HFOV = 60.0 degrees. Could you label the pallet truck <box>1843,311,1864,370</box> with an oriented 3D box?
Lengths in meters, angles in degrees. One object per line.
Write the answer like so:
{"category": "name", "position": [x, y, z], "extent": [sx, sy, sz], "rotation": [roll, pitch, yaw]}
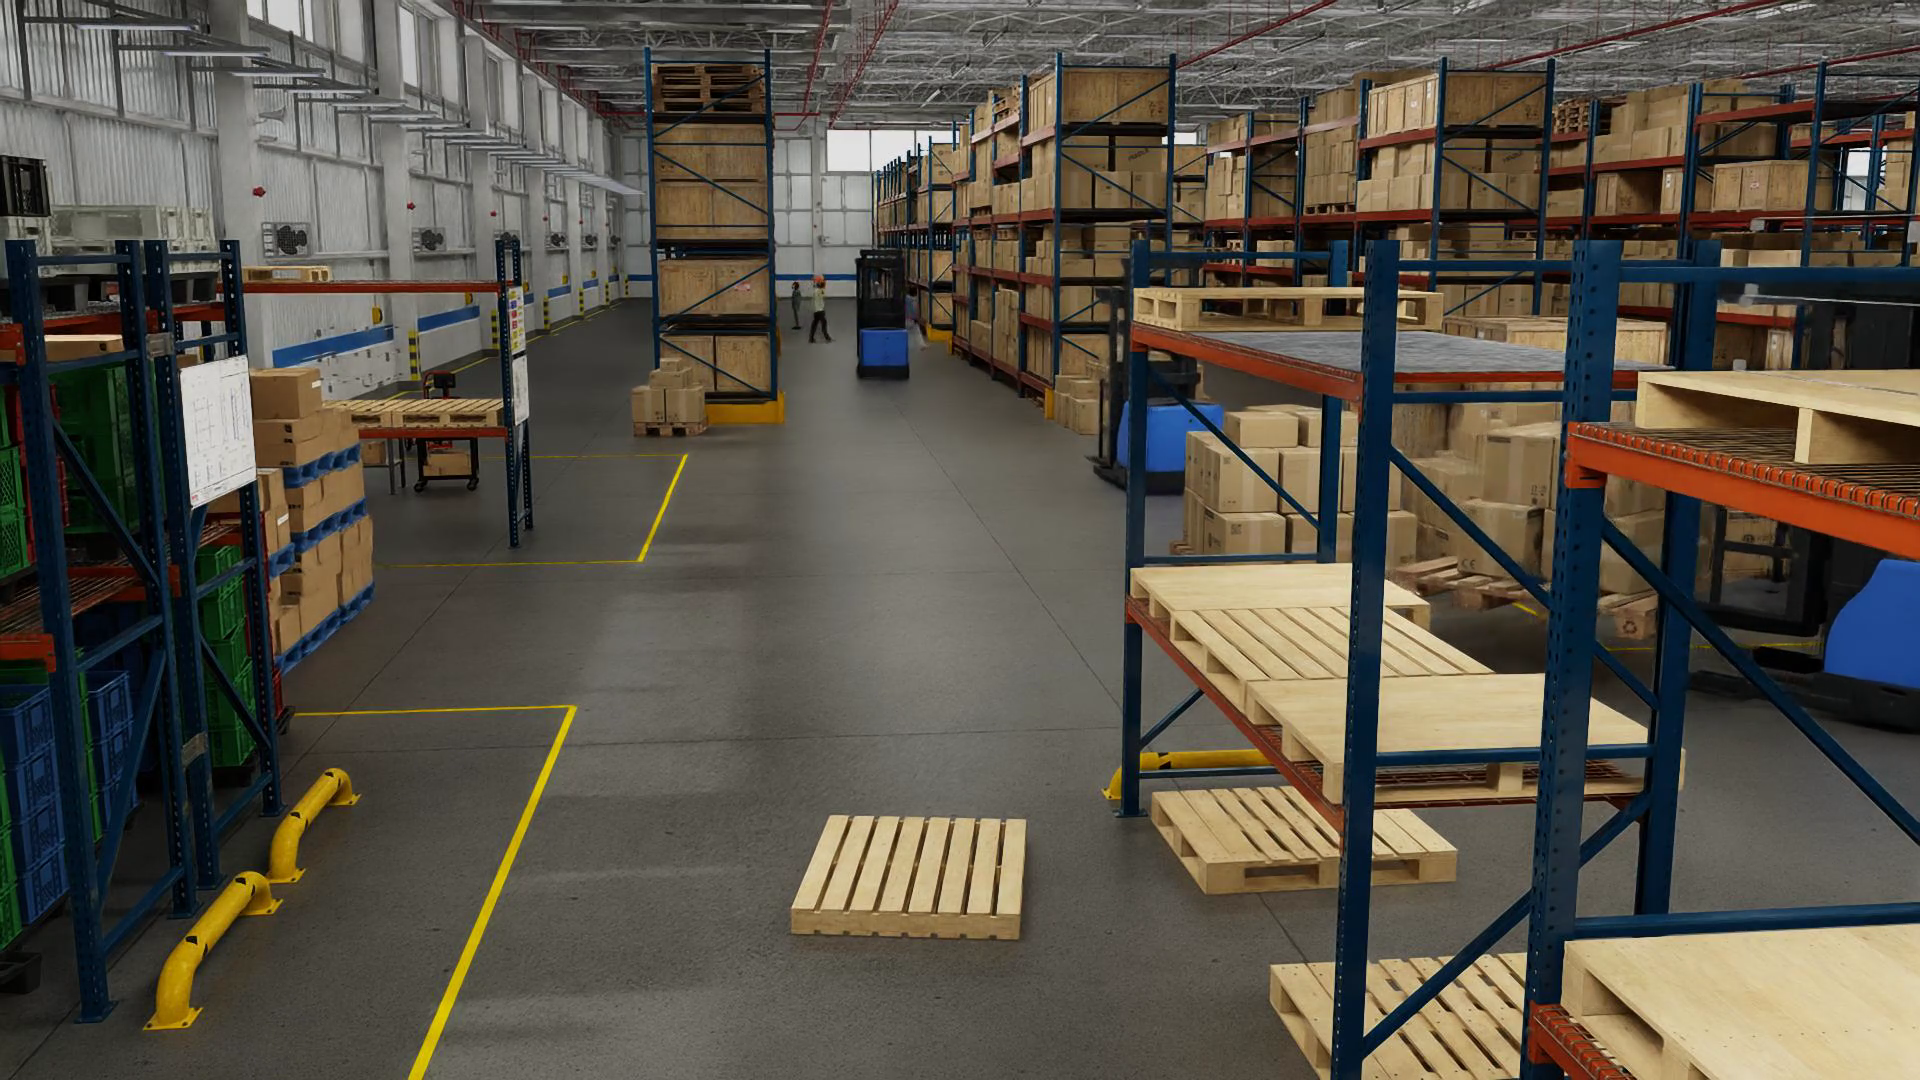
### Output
{"category": "pallet truck", "position": [15.846, -3.142, 28.793], "extent": [1.885, 1.965, 0.823], "rotation": [2, 10, 12]}

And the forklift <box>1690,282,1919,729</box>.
{"category": "forklift", "position": [5.923, -0.295, 10.567], "extent": [1.129, 2.768, 1.873], "rotation": [-9, 14, -42]}

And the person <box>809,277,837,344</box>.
{"category": "person", "position": [-4.029, -6.742, 48.844], "extent": [0.951, 1.952, 0.644], "rotation": [-1, 10, -5]}

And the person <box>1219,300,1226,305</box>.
{"category": "person", "position": [9.770, -8.838, 61.378], "extent": [0.516, 1.633, 0.316], "rotation": [7, 12, 34]}

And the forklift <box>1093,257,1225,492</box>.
{"category": "forklift", "position": [2.457, -2.059, 20.345], "extent": [1.129, 2.768, 1.873], "rotation": [-2, 10, -12]}

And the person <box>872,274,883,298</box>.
{"category": "person", "position": [-2.807, -8.175, 57.043], "extent": [0.556, 1.879, 0.743], "rotation": [3, 11, 18]}

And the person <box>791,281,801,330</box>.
{"category": "person", "position": [-5.577, -7.962, 56.496], "extent": [0.275, 1.636, 0.507], "rotation": [-7, 12, -32]}

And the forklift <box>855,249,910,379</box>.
{"category": "forklift", "position": [-1.720, -5.014, 36.717], "extent": [1.129, 2.768, 1.873], "rotation": [-1, 10, -6]}

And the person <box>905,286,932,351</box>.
{"category": "person", "position": [-1.308, -6.062, 45.568], "extent": [0.976, 1.794, 0.627], "rotation": [2, 10, 9]}
